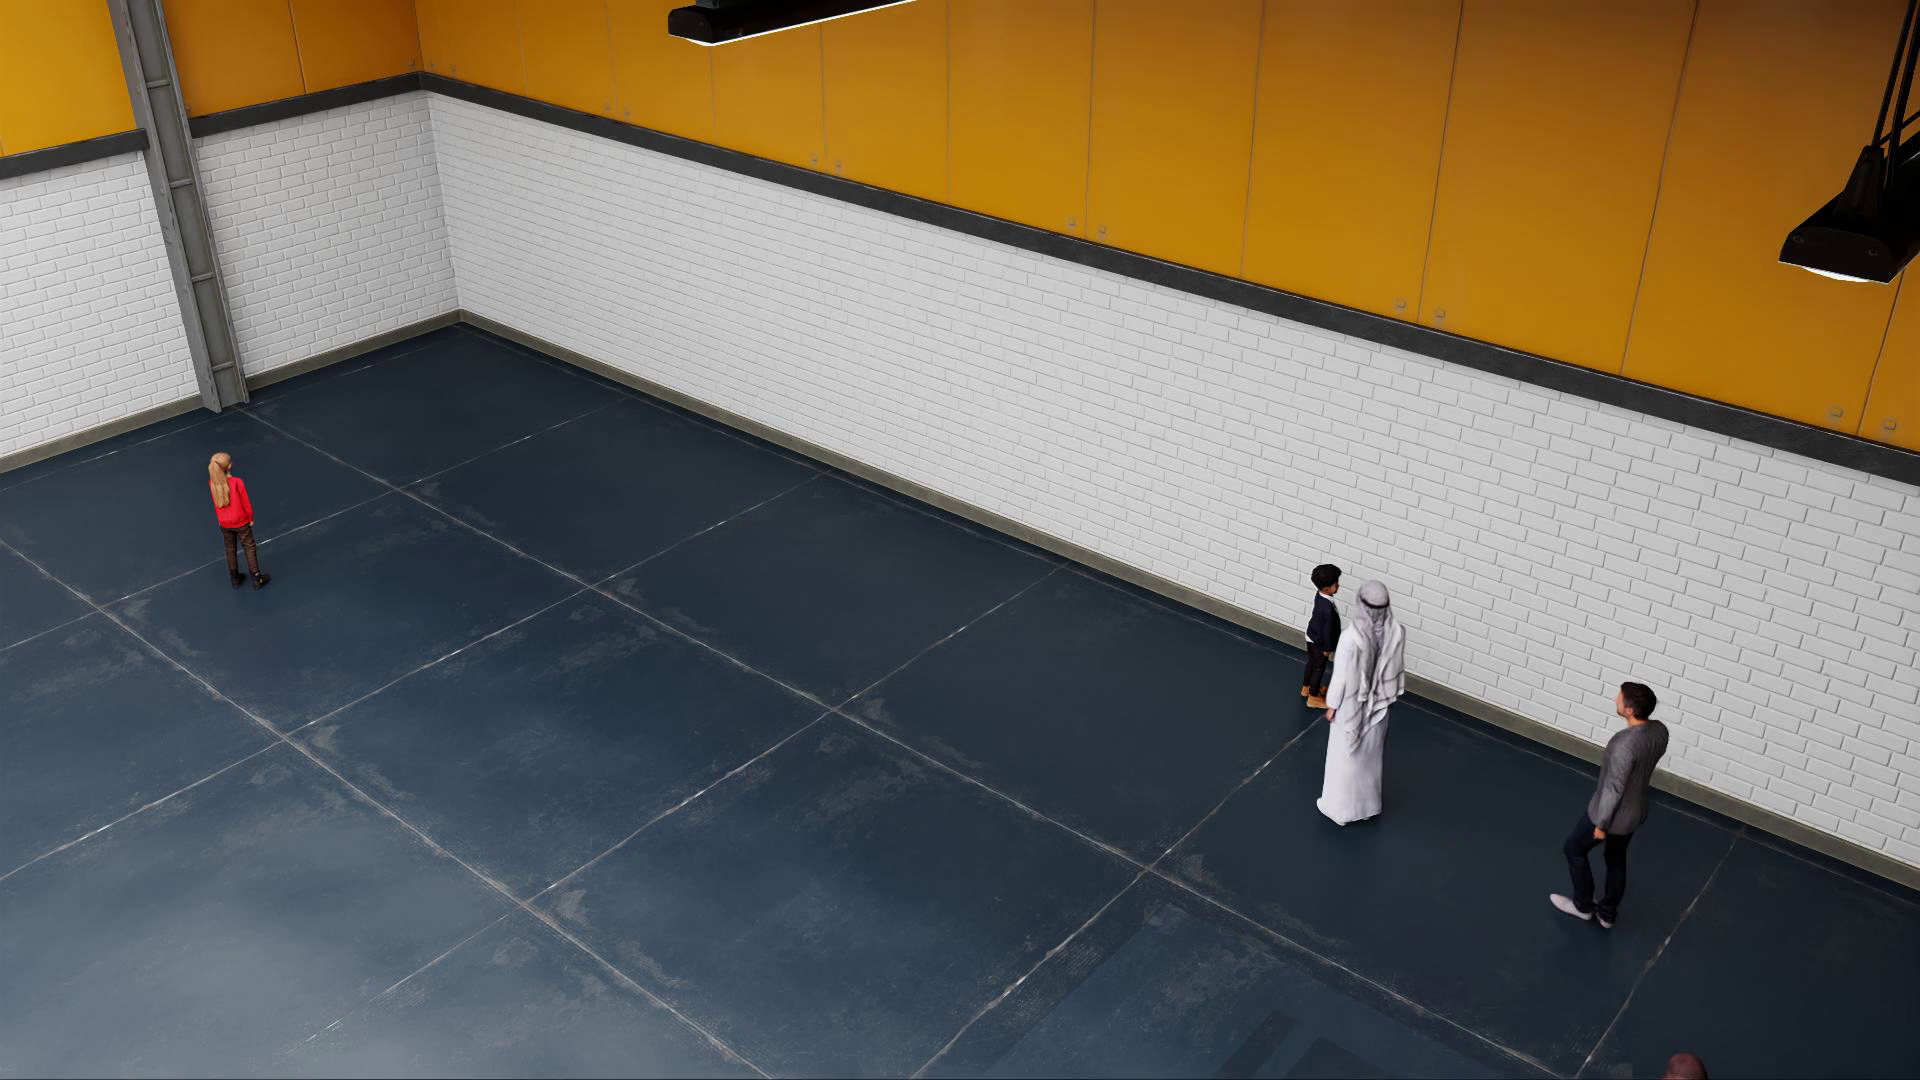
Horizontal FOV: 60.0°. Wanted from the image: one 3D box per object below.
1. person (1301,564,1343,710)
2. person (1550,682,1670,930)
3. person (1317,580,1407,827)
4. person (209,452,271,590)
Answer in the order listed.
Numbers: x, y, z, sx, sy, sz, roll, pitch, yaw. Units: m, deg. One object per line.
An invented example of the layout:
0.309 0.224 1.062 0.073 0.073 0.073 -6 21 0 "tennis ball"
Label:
2.819 0.731 12.982 0.643 1.226 0.579 -2 29 -3 "person"
4.184 1.736 10.482 0.723 1.857 0.875 -15 32 -25 "person"
2.790 1.131 11.515 0.771 1.930 0.859 -7 29 -13 "person"
-6.363 -0.173 14.583 0.567 1.280 0.608 3 29 5 "person"
